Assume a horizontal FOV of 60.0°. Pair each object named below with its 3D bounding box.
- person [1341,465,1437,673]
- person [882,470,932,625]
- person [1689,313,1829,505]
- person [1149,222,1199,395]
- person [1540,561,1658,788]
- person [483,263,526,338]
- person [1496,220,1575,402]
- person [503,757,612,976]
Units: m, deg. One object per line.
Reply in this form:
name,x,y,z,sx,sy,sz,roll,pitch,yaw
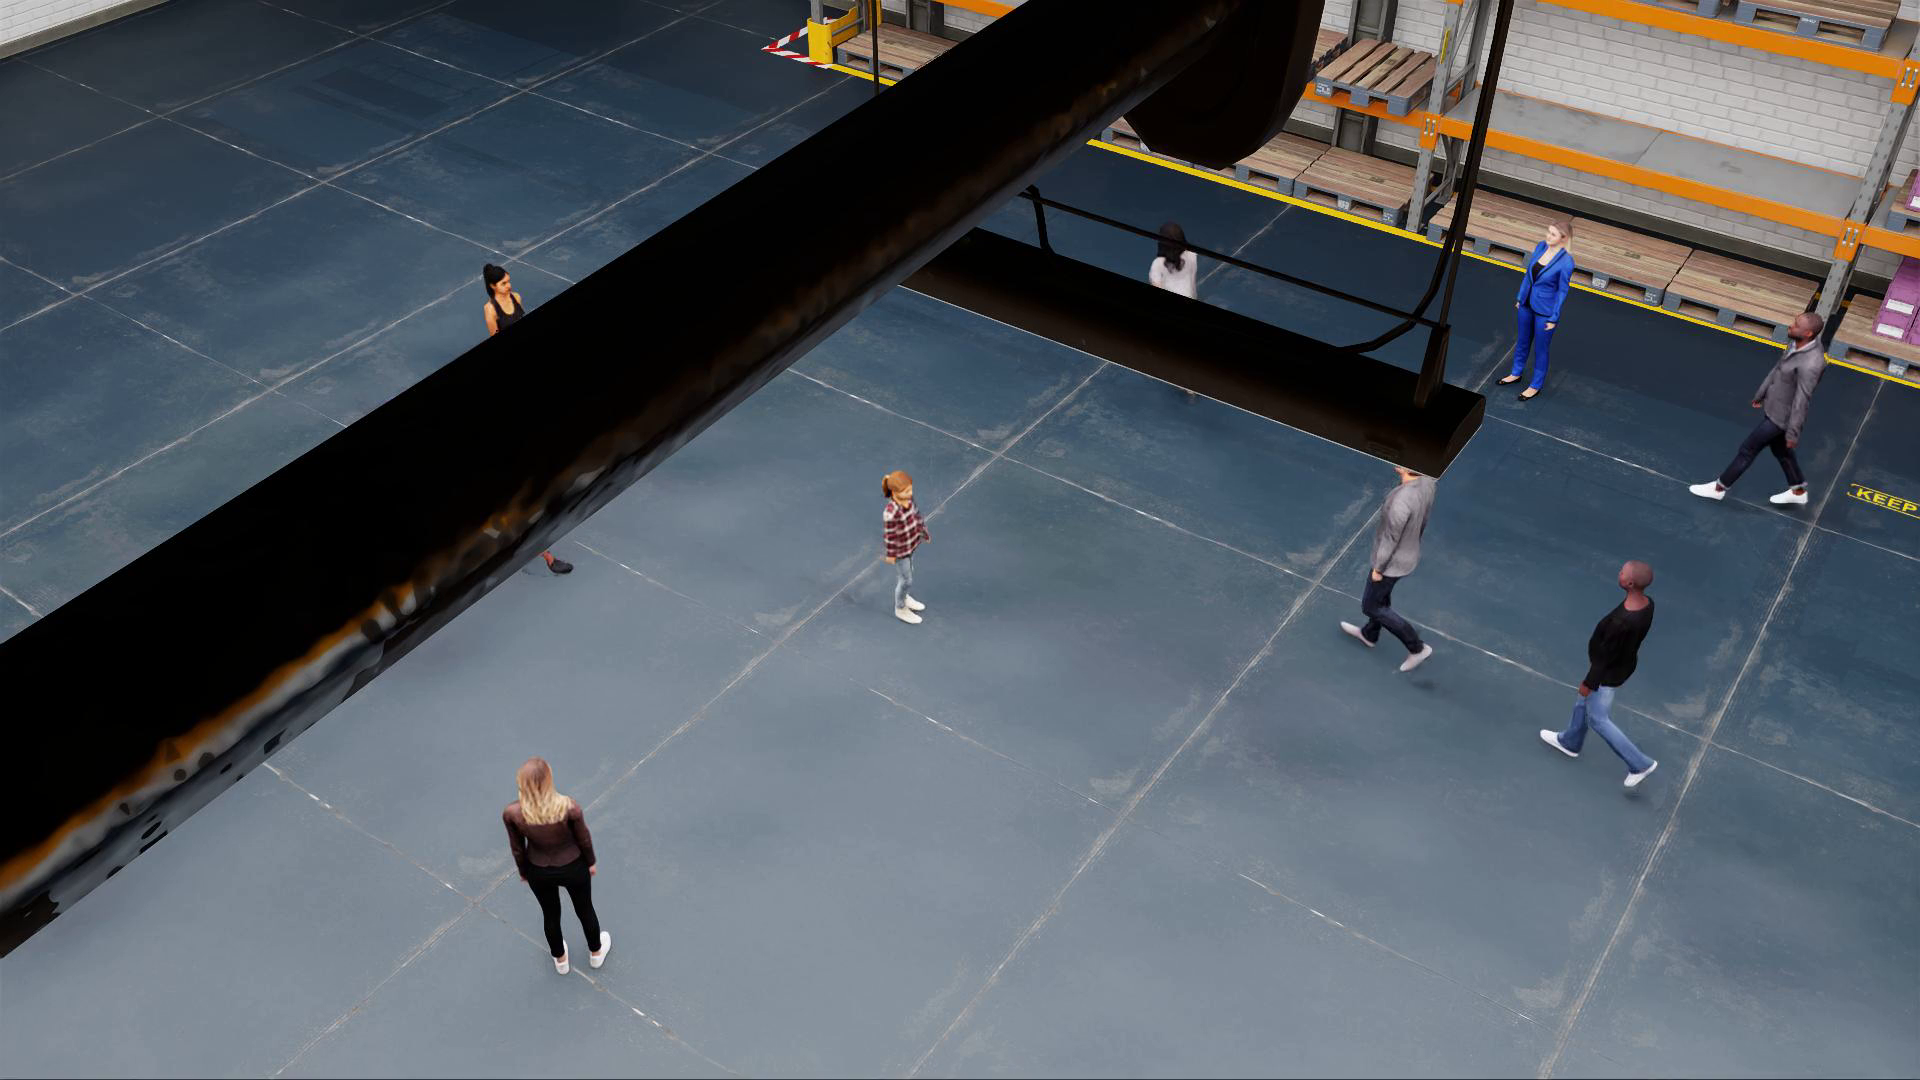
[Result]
person,3.139,0.153,11.754,0.975,1.856,0.697,25,45,28
person,-0.468,0.002,12.388,0.629,1.300,0.594,16,41,19
person,6.637,-0.974,13.232,1.253,1.772,0.968,12,40,14
person,1.909,-2.015,14.695,1.012,1.574,1.136,-11,40,-13
person,4.339,0.904,10.917,1.037,1.728,0.663,29,47,31
person,-3.878,-1.604,14.123,0.787,1.645,0.602,21,43,24
person,5.107,-2.034,14.618,0.767,1.700,0.646,-17,42,-20
person,-2.347,1.912,9.673,0.657,1.703,0.733,-4,39,-5
